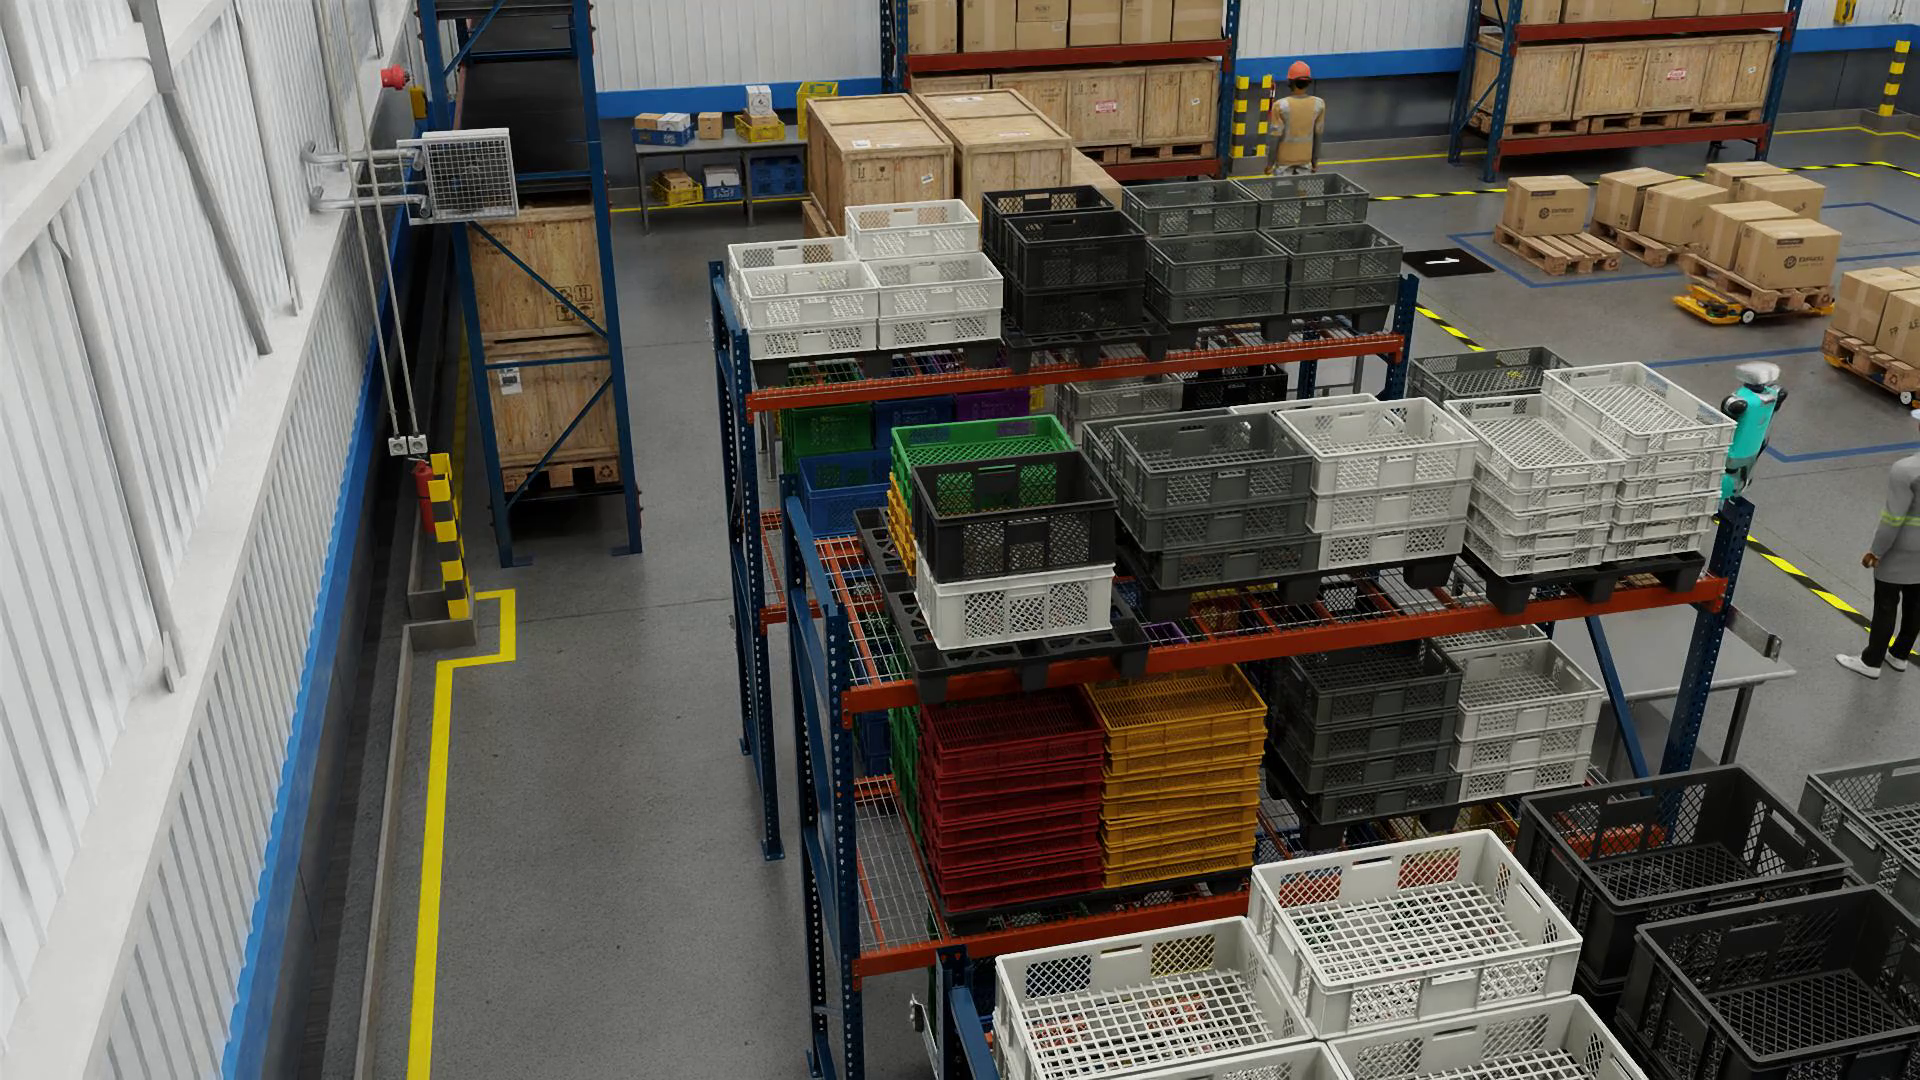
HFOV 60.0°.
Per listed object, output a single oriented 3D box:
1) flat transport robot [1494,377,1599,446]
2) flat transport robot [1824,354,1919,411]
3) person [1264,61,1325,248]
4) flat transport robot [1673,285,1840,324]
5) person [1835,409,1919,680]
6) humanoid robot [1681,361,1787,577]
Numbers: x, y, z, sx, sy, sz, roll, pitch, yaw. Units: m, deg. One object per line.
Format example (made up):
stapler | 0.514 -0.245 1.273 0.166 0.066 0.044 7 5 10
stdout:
flat transport robot | 4.780 -1.036 14.013 0.659 0.231 1.431 -6 28 -12
flat transport robot | 8.473 -1.467 14.800 0.652 0.197 1.431 -6 28 -12
person | 3.591 -4.139 18.002 0.614 2.038 0.388 -6 28 -12
flat transport robot | 7.947 -2.406 16.582 1.431 0.197 0.652 -6 28 -12
person | 5.882 0.002 10.344 0.589 1.852 0.398 -9 29 -16
humanoid robot | 5.020 -0.481 11.241 0.533 1.677 0.735 -15 31 -26
